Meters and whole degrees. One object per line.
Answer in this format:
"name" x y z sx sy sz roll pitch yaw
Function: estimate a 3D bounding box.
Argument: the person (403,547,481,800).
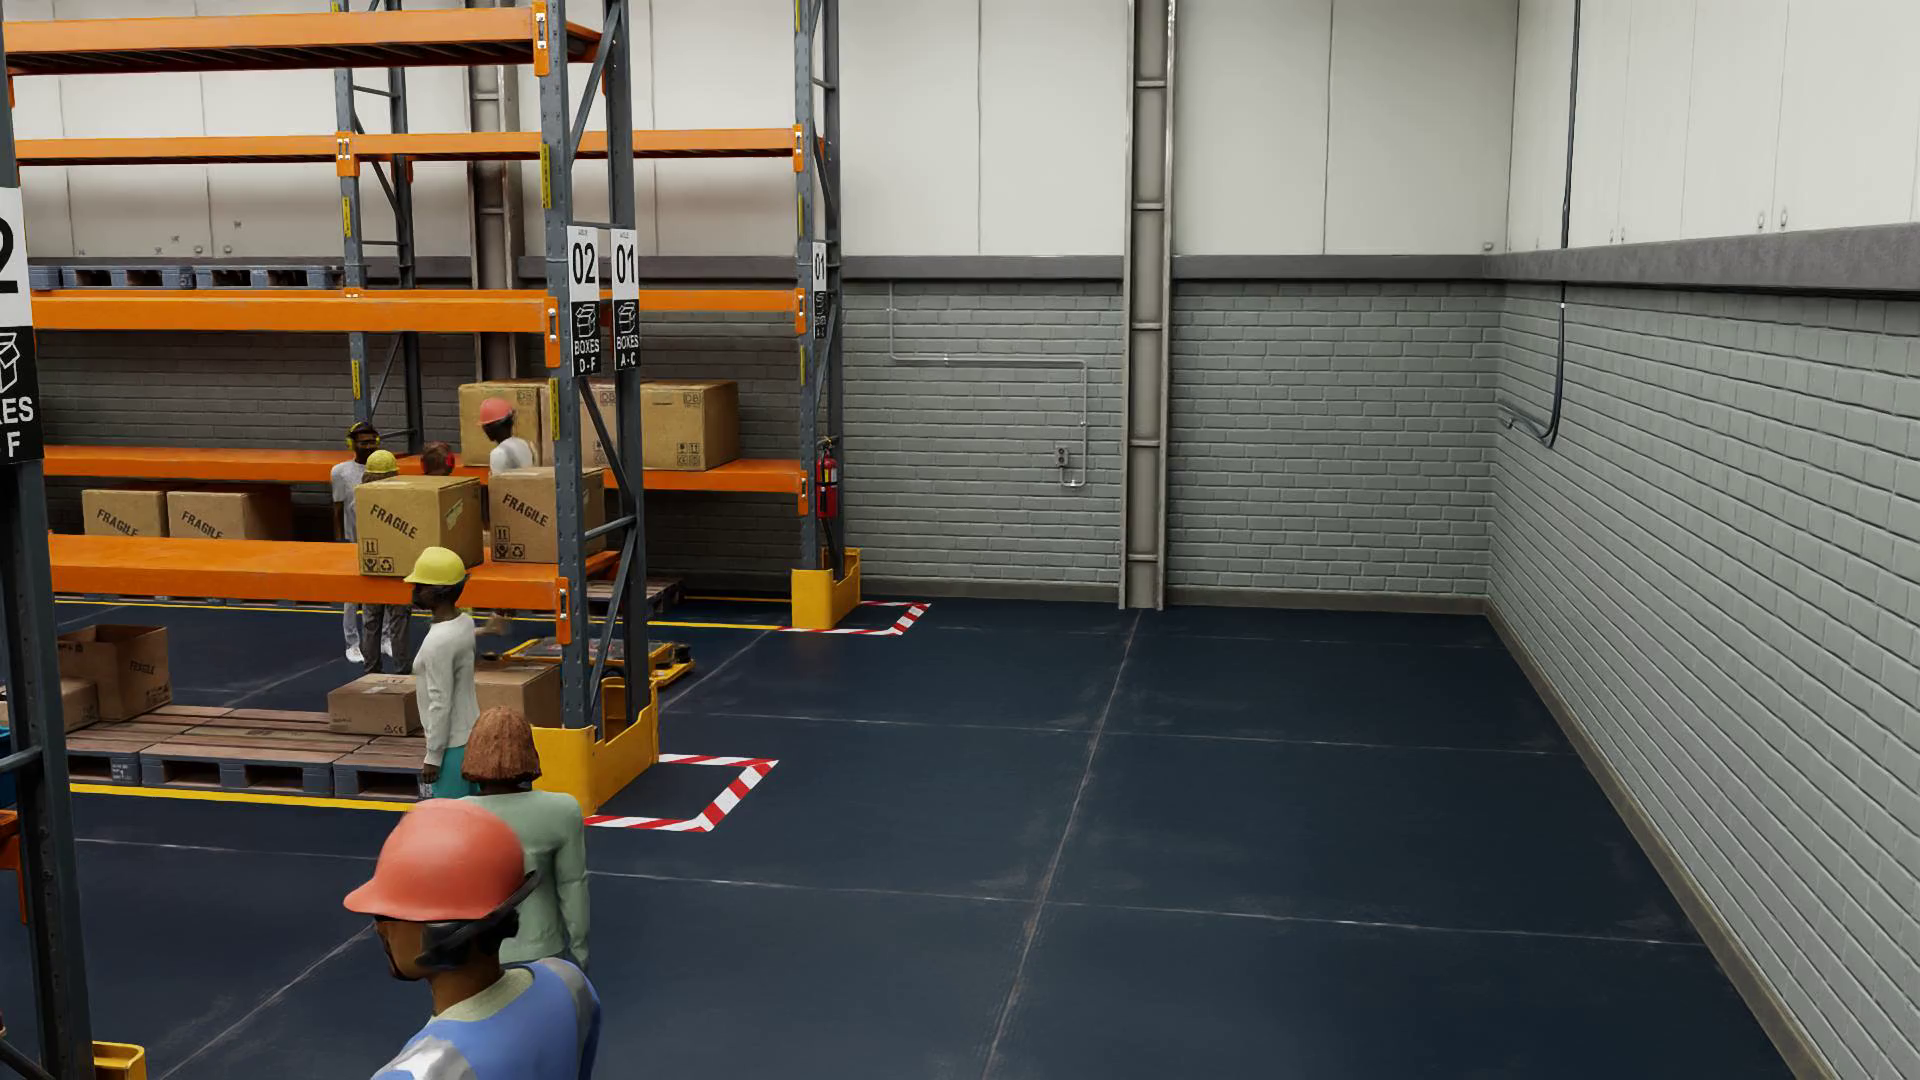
"person" -2.315 0.904 7.517 0.304 1.772 0.529 0 9 -3

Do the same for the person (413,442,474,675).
"person" -3.573 0.234 11.532 0.574 1.813 0.655 -7 11 -37

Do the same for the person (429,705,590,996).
"person" -1.430 1.330 5.290 0.507 1.631 0.266 -3 10 -19

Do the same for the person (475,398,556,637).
"person" -3.525 -0.159 13.441 0.973 2.002 0.631 0 9 3

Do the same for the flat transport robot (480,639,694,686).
"flat transport robot" -2.746 0.889 12.245 1.431 0.197 0.652 1 9 9

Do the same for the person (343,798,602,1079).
"person" -0.910 1.475 3.124 0.377 2.045 0.608 3 10 16

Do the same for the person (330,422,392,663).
"person" -4.556 0.014 12.781 0.500 1.861 0.327 -7 11 -36

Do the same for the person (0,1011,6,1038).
"person" -3.967 0.996 6.299 0.608 1.986 0.404 3 10 17

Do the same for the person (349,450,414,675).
"person" -4.050 0.233 11.762 0.486 1.744 0.294 2 9 15
